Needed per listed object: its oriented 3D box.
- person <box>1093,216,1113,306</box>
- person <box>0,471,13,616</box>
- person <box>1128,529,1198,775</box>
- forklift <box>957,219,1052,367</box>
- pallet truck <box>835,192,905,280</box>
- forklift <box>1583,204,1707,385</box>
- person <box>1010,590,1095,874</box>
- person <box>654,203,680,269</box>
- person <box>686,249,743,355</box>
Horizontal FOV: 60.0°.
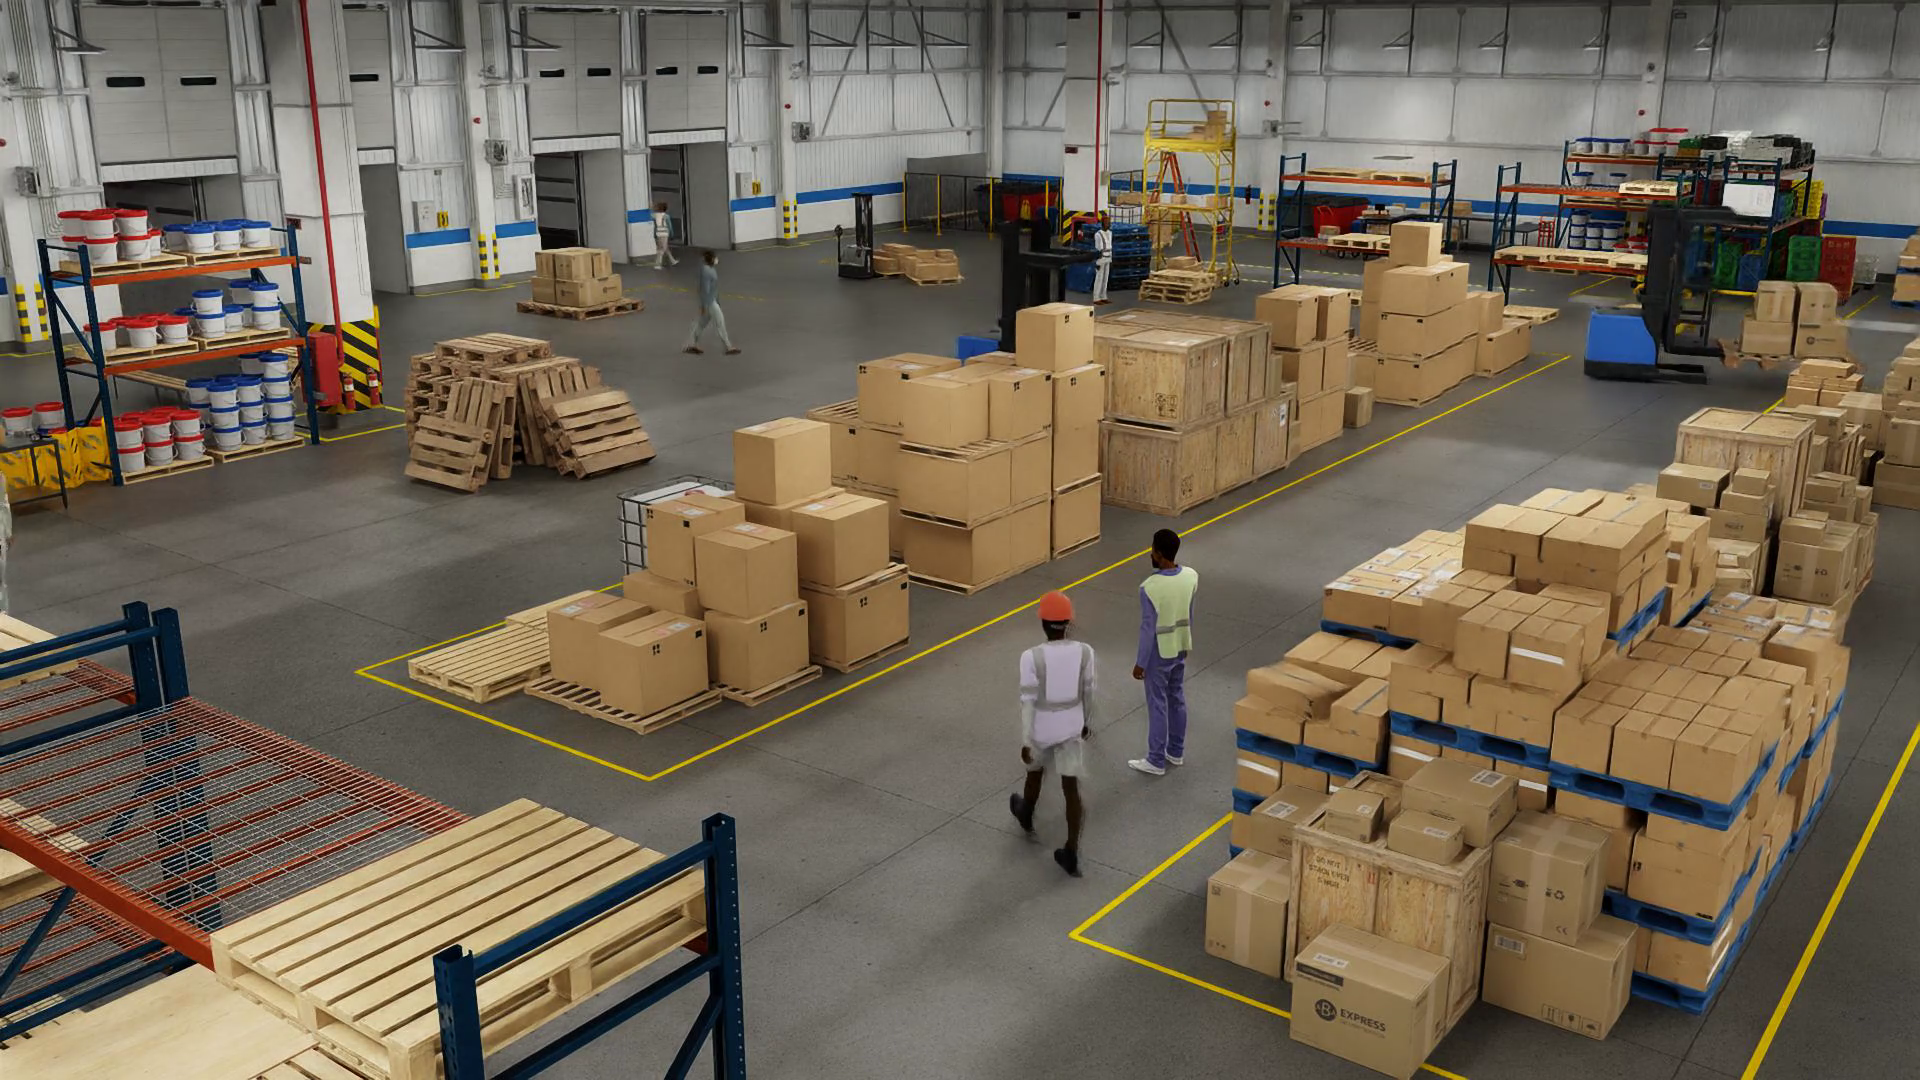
[{"bbox_3d":[3.003,-5.849,34.862,0.350,1.878,0.567,11,20,32],"label":"person"},{"bbox_3d":[-9.245,-0.048,15.618,0.644,1.910,0.859,-11,20,-32],"label":"person"},{"bbox_3d":[1.551,0.845,12.614,0.392,1.920,0.593,16,23,42],"label":"person"},{"bbox_3d":[0.966,-3.380,24.966,1.873,2.768,1.129,12,21,35],"label":"forklift"},{"bbox_3d":[-1.936,-7.159,38.982,1.885,1.965,0.823,-12,21,-34],"label":"pallet truck"},{"bbox_3d":[11.350,-4.063,27.226,1.873,2.768,1.129,6,18,19],"label":"forklift"},{"bbox_3d":[0.630,1.244,11.346,0.574,1.881,0.992,-5,18,-17],"label":"person"},{"bbox_3d":[-7.183,-7.416,40.537,0.525,1.581,0.900,16,23,42],"label":"person"},{"bbox_3d":[-4.421,-4.189,29.344,1.011,1.893,0.647,-1,17,-3],"label":"person"}]
